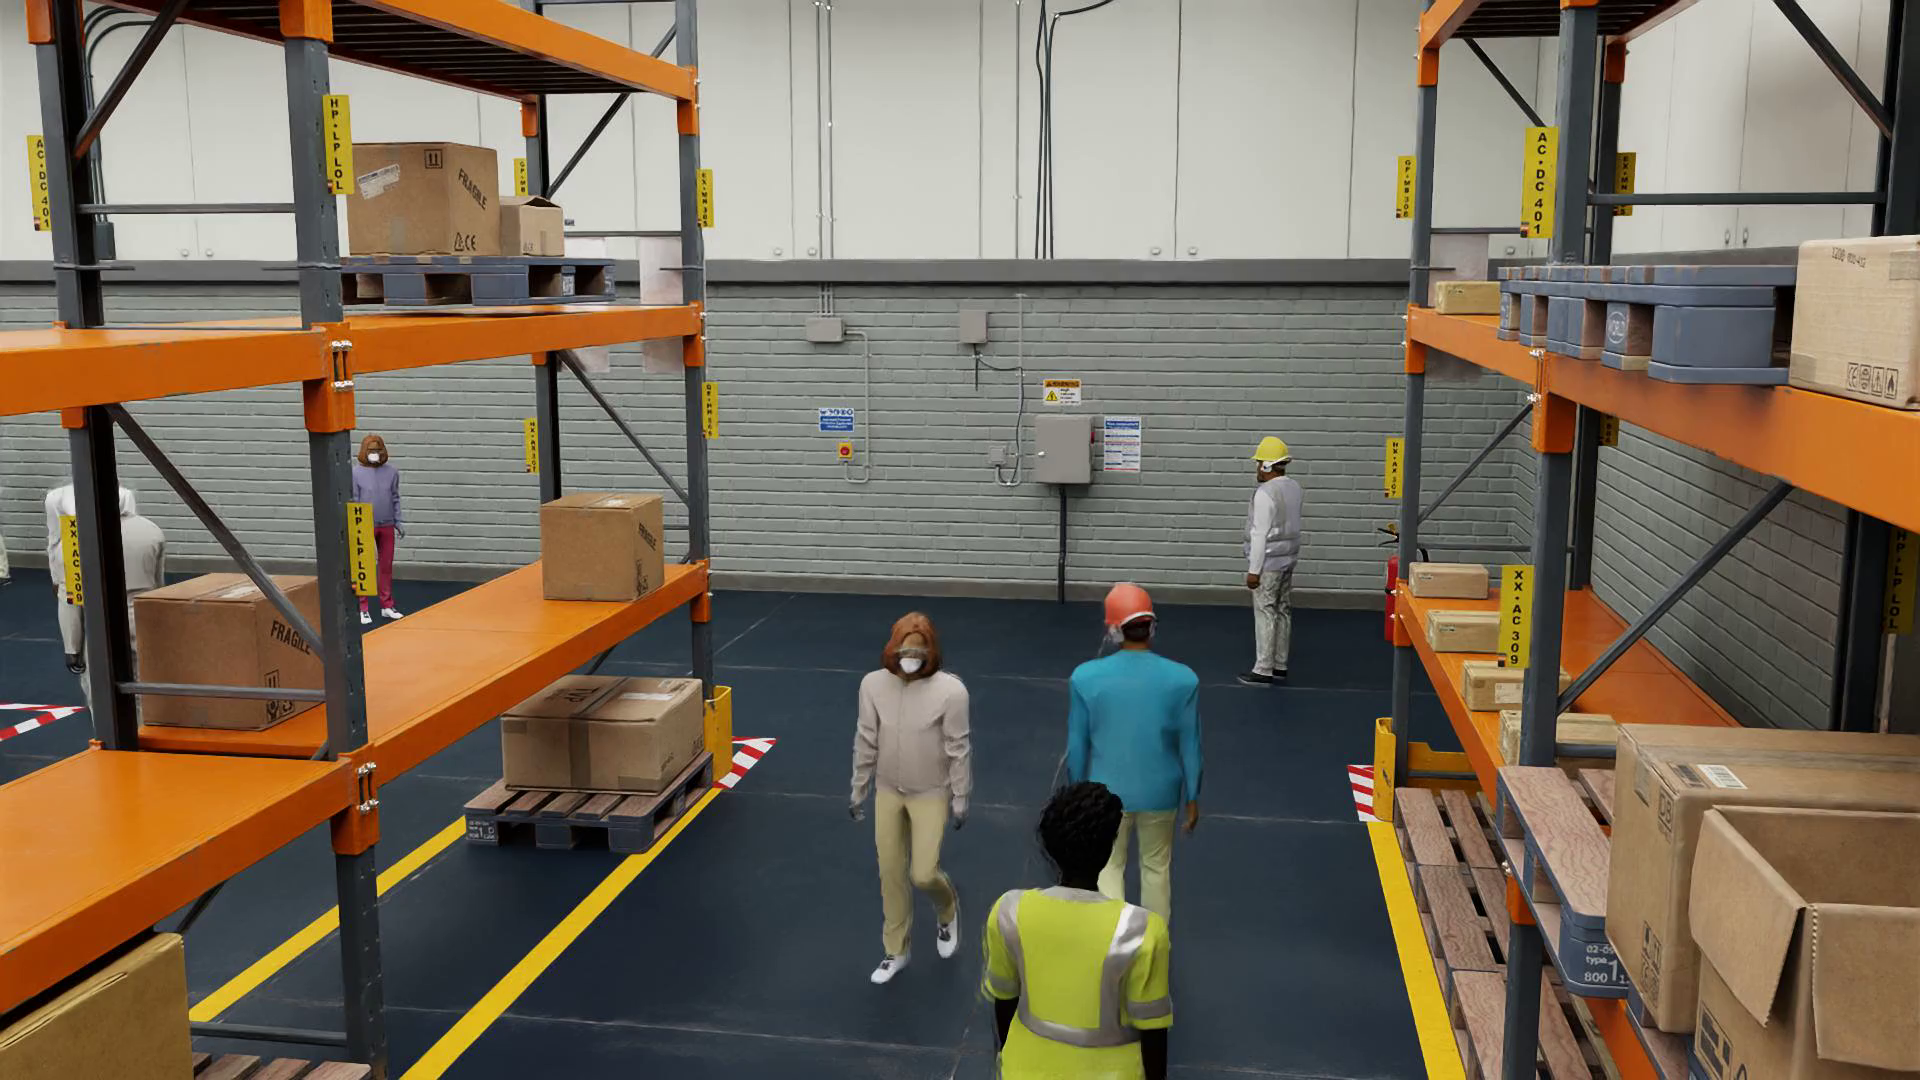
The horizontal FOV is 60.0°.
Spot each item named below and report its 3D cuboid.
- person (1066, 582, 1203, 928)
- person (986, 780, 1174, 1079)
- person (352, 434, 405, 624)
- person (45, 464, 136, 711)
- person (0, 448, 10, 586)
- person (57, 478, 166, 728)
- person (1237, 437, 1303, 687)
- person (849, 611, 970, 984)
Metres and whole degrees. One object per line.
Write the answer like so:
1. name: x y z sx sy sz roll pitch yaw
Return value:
1. person: 0.734 1.052 6.977 0.586 1.729 0.603 0 9 2
2. person: 0.339 1.467 4.525 0.556 1.679 0.459 4 10 25
3. person: -5.045 -0.101 14.369 0.278 1.631 0.507 8 12 42
4. person: -6.059 0.242 11.678 0.580 1.821 1.021 -5 10 -28
5. person: -9.446 -0.412 15.977 0.574 1.737 0.354 4 10 23
6. person: -4.898 0.541 9.617 0.402 1.899 0.636 6 11 31
7. person: 2.280 0.158 12.203 0.403 1.828 0.598 7 11 36
8. person: -0.199 1.087 7.090 0.517 1.620 0.403 4 10 25
